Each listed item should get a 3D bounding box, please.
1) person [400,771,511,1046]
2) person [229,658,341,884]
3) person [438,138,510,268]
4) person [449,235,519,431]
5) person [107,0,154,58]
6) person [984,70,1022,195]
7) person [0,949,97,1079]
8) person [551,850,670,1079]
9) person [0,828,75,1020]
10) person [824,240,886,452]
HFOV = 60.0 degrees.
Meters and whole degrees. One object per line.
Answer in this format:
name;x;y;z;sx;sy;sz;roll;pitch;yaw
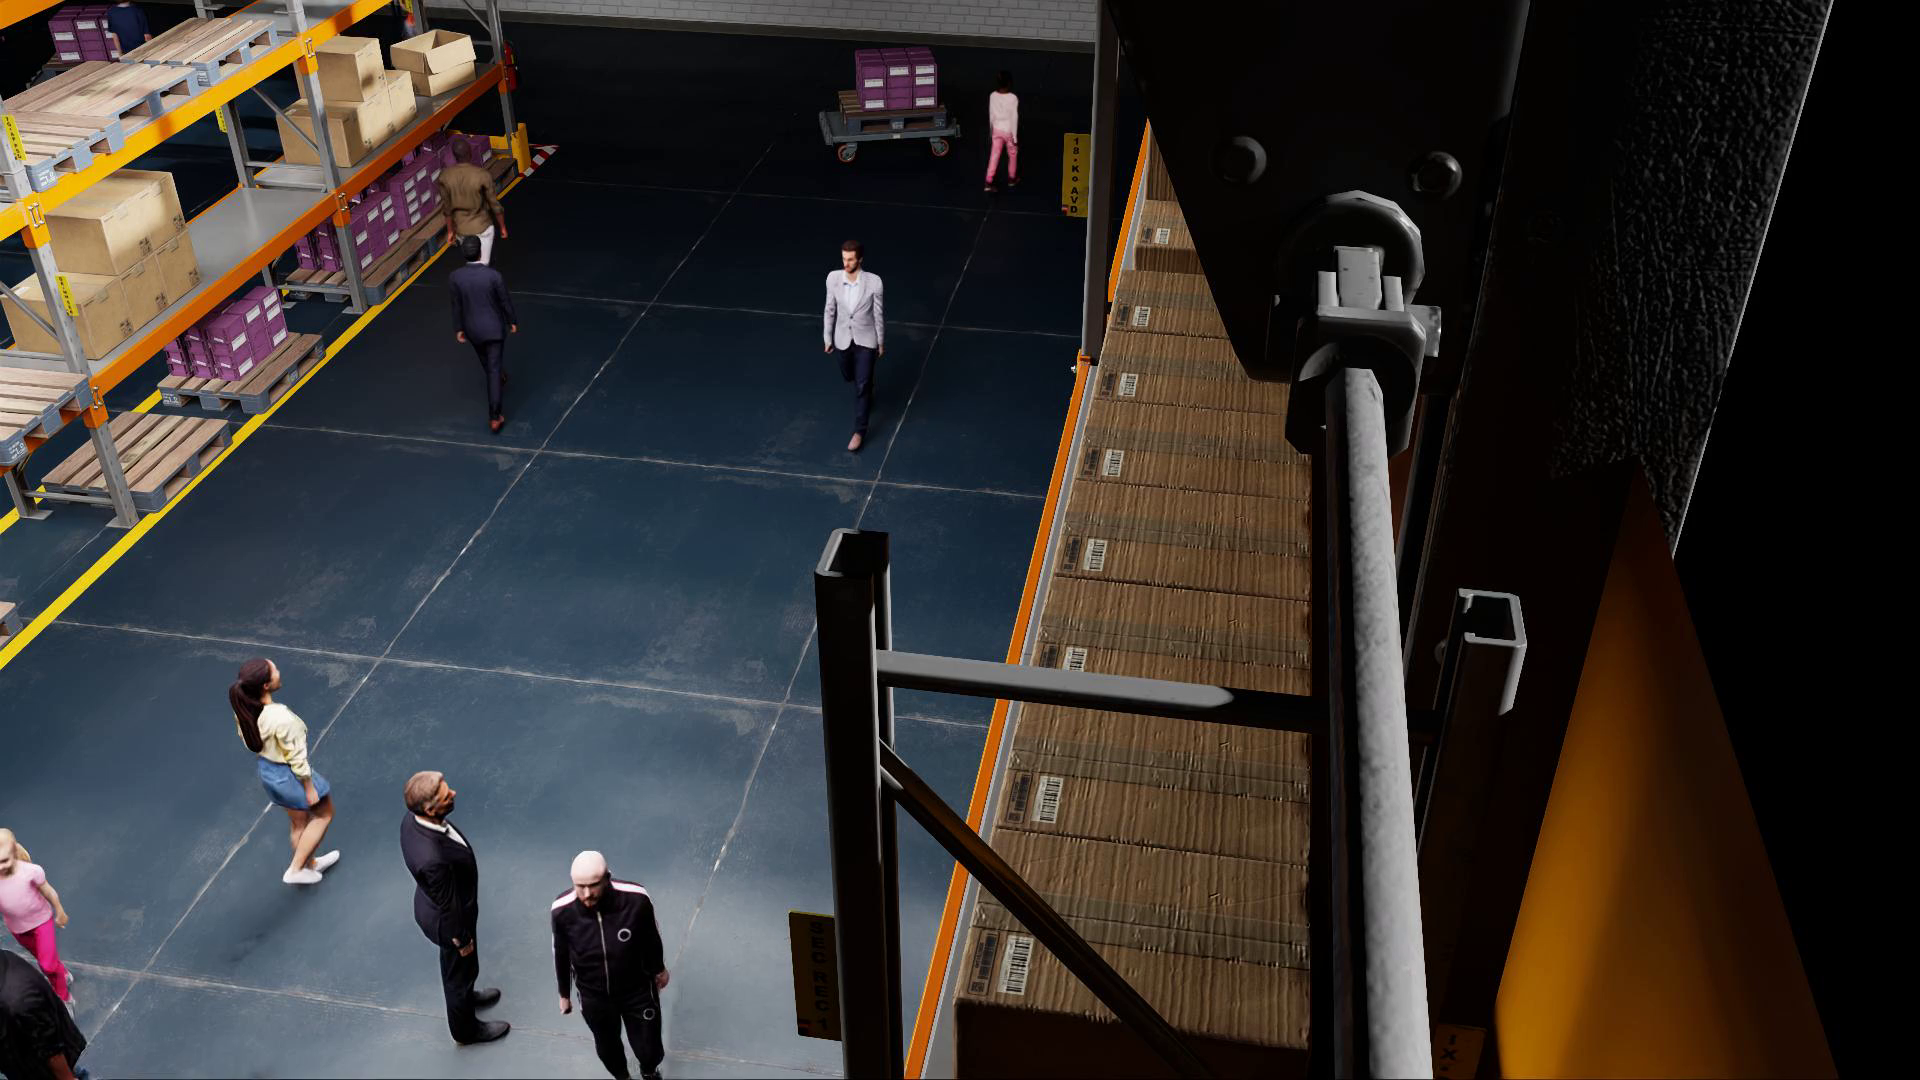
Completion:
person;-2.711;1.924;8.775;0.827;1.813;0.738;-16;37;-23
person;-3.982;1.422;9.703;0.755;1.622;0.769;17;37;24
person;-4.730;-2.961;16.141;0.802;1.794;1.180;3;34;4
person;-4.130;-1.761;14.445;0.858;1.673;1.206;-2;34;-3
person;-10.144;-5.952;20.571;0.679;1.871;0.570;1;34;2
person;0.470;-4.651;19.017;0.741;1.425;1.031;16;37;22
person;-4.351;2.437;8.036;1.062;1.777;1.186;29;43;36
person;-1.734;2.176;8.388;0.775;1.822;0.744;-4;34;-6
person;-5.077;2.038;9.104;0.612;1.258;0.725;-4;34;-6
person;-0.861;-1.756;14.303;0.786;1.822;1.190;10;35;15
